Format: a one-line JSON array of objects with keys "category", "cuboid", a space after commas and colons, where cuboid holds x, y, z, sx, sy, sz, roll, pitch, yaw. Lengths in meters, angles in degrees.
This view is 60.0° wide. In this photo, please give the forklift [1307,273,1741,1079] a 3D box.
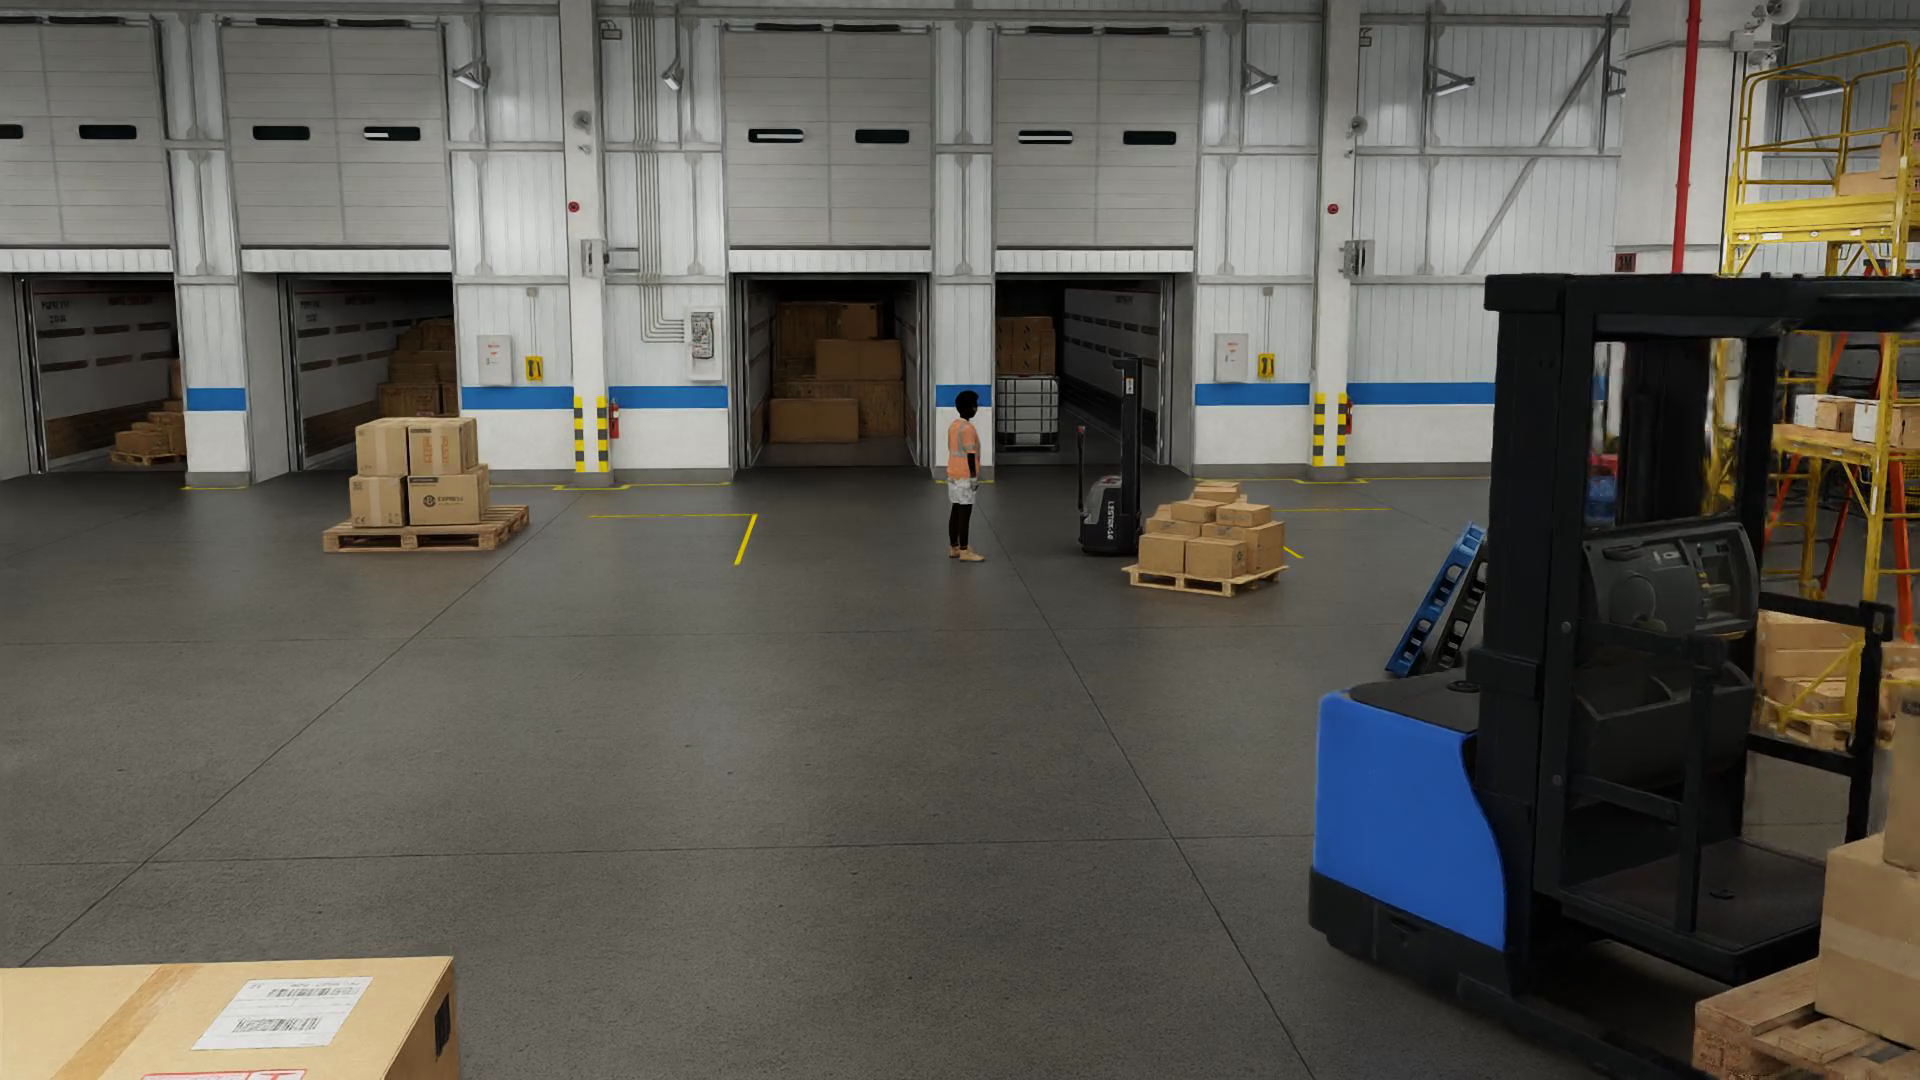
[{"category": "forklift", "cuboid": [2.376, 0.379, 6.366, 1.129, 2.768, 1.873, -6, 11, -32]}]

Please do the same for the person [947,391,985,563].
[{"category": "person", "cuboid": [0.045, -0.627, 16.400, 0.320, 1.692, 0.531, -3, 10, -20]}]

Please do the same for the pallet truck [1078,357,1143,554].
[{"category": "pallet truck", "cuboid": [2.088, -0.836, 16.757, 1.885, 1.965, 0.823, 2, 9, 13]}]
